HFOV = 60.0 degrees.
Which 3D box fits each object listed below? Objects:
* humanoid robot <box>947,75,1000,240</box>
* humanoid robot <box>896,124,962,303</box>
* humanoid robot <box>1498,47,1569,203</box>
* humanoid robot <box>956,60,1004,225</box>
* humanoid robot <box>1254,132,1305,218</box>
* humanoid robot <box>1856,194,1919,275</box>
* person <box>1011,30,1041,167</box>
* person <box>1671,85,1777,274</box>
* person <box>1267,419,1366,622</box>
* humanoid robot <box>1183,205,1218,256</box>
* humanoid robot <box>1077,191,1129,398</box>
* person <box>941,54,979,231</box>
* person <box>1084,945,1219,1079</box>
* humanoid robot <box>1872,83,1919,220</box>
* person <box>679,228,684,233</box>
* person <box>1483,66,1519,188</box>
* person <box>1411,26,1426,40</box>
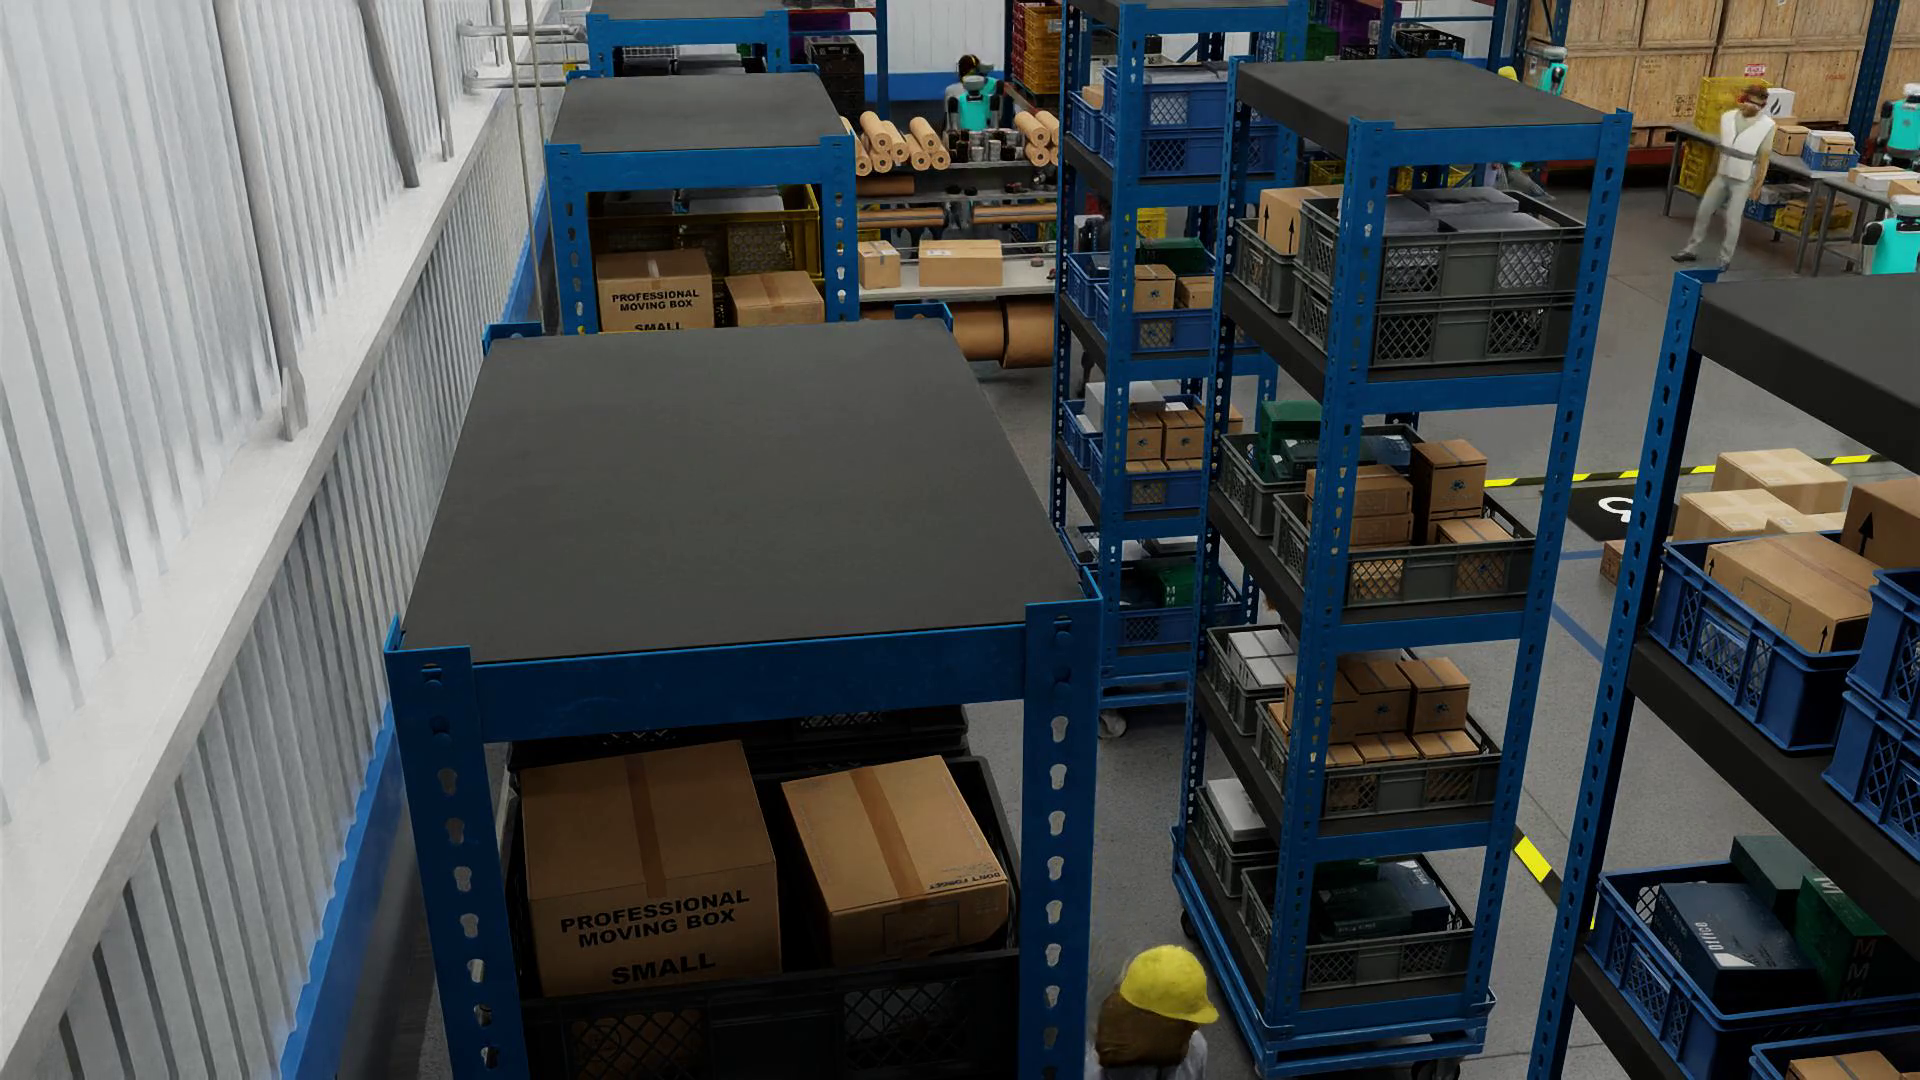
[{"bbox_3d":[0.202,-3.613,16.438,0.537,1.815,0.834,-5,25,-10],"label":"humanoid robot"},{"bbox_3d":[-0.292,-3.013,15.174,0.596,1.645,0.462,-4,25,-8],"label":"humanoid robot"},{"bbox_3d":[6.314,-4.590,18.494,0.987,1.728,0.537,6,25,12],"label":"humanoid robot"},{"bbox_3d":[0.146,-4.099,17.481,0.538,1.741,1.043,7,26,14],"label":"humanoid robot"},{"bbox_3d":[2.993,-3.374,15.931,0.616,1.655,0.334,6,25,14],"label":"humanoid robot"},{"bbox_3d":[6.638,-1.543,11.735,0.533,1.677,0.735,0,25,0],"label":"humanoid robot"},{"bbox_3d":[0.821,-4.881,18.848,0.981,2.004,0.608,-3,25,-7],"label":"person"},{"bbox_3d":[7.435,-3.474,16.000,0.441,1.811,0.692,-14,28,-27],"label":"person"},{"bbox_3d":[1.754,0.199,7.977,0.589,1.848,0.405,-1,25,-2],"label":"person"},{"bbox_3d":[2.385,-3.530,16.279,0.599,1.654,0.332,9,26,18],"label":"humanoid robot"},{"bbox_3d":[1.101,-1.880,12.681,0.315,1.657,0.599,-22,33,-39],"label":"humanoid robot"},{"bbox_3d":[-0.025,-4.107,17.348,0.568,1.838,0.550,-18,30,-34],"label":"person"},{"bbox_3d":[0.459,1.847,4.550,0.534,1.697,0.504,-14,28,-28],"label":"person"},{"bbox_3d":[9.374,-3.653,16.519,0.535,1.798,0.825,21,32,38],"label":"humanoid robot"},{"bbox_3d":[-2.176,-1.681,12.089,0.503,1.832,0.449,-3,25,-7],"label":"person"},{"bbox_3d":[5.511,-3.977,17.150,0.313,1.769,0.524,7,26,14],"label":"person"},{"bbox_3d":[5.202,-5.004,19.294,0.620,1.844,0.429,-7,26,-15],"label":"person"}]
